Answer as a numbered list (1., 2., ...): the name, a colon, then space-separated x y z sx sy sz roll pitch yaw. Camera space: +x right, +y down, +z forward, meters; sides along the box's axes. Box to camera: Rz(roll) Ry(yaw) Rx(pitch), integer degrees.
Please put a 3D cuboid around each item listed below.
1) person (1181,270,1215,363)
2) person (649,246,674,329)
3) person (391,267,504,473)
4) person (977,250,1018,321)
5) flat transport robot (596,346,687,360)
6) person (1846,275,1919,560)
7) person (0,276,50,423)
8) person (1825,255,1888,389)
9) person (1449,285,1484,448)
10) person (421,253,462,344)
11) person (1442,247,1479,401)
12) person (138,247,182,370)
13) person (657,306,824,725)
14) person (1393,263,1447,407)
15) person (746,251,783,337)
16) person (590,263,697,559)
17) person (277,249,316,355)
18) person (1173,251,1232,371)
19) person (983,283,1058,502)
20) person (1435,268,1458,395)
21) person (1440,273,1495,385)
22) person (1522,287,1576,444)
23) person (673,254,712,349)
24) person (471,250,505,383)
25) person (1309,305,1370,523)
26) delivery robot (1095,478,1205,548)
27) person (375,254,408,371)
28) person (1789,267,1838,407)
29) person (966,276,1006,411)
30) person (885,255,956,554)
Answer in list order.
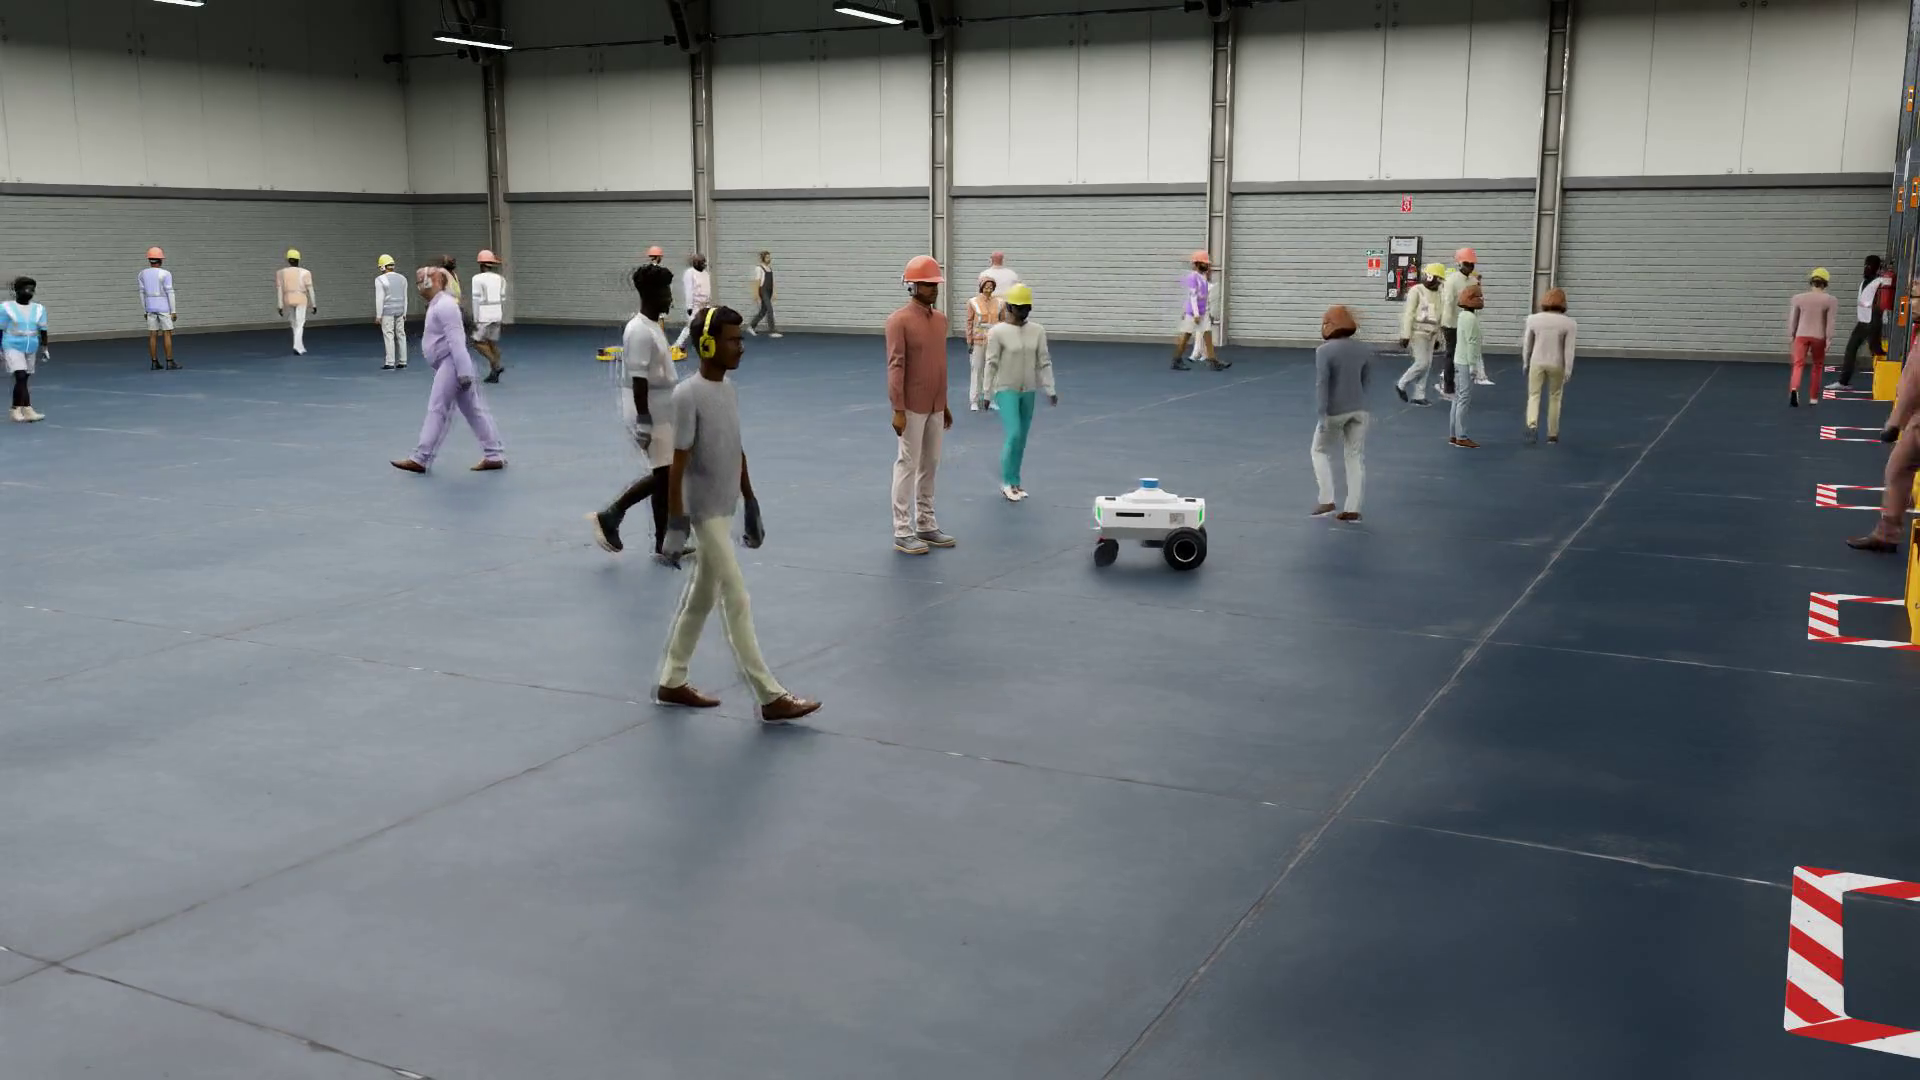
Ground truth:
1. person: 4.016 -3.782 27.986 0.511 1.591 0.862 9 14 40
2. person: -5.522 -4.408 30.474 0.427 1.932 0.565 -9 14 -40
3. person: -4.643 -1.516 14.952 1.031 1.841 0.649 -3 11 -14
4. person: 0.574 -3.576 26.048 0.648 1.895 0.452 -3 11 -18
5. flat transport robot: -5.432 -3.198 28.403 1.431 0.197 0.652 0 10 1
6. person: 6.198 -0.782 10.840 0.819 1.873 0.643 6 12 30
7. person: -10.642 -2.161 18.930 0.765 1.655 0.546 6 12 29
8. person: 12.587 -2.989 22.914 0.954 1.876 0.588 1 10 6
9. person: 5.134 -1.755 16.808 0.280 1.636 0.502 1 10 4
10. person: -8.985 -4.068 28.941 0.722 1.823 0.638 1 10 3
11. person: 6.423 -2.755 21.351 0.633 1.974 0.437 -6 12 -30
12. person: -12.688 -3.660 26.373 0.551 1.934 0.362 1 10 5
13. person: -1.007 -0.104 7.303 0.886 1.825 0.557 3 11 16
14. person: 5.750 -2.550 20.718 0.635 1.787 0.465 -8 13 -39
15. person: -4.137 -5.158 34.887 0.875 1.819 0.516 5 11 24
16. person: -2.057 -0.821 10.846 0.605 1.952 0.630 0 10 -2
17. person: -11.886 -4.248 29.753 0.601 1.892 0.979 -1 10 -5
18. person: 3.776 -3.585 26.120 1.012 1.879 0.563 7 13 34
19. person: 0.489 -1.184 13.388 0.541 1.743 0.593 -7 12 -32
20. person: 6.407 -2.704 21.808 0.501 1.692 0.873 -4 11 -20
21. person: 7.290 -3.029 23.851 0.837 1.600 0.525 7 13 34
22. person: 5.966 -1.759 16.902 0.510 1.609 0.672 5 11 24
23. person: -4.663 -4.126 29.265 0.852 1.820 0.637 6 12 30
24. person: -6.765 -3.203 23.925 0.465 1.918 0.561 7 13 35
25. person: 2.836 -0.936 12.419 0.505 1.614 0.493 -4 11 -21
26. delivery robot: 1.231 -0.159 10.801 0.707 0.478 0.477 1 11 8
27. person: -8.977 -3.578 26.225 0.404 1.828 0.587 6 12 30
28. person: 10.604 -2.523 20.728 0.524 1.735 0.776 6 12 32
29. person: 0.318 -2.391 20.266 0.511 1.640 0.308 -3 11 -16
30. person: -0.257 -0.914 11.240 0.382 1.993 0.622 7 12 33
